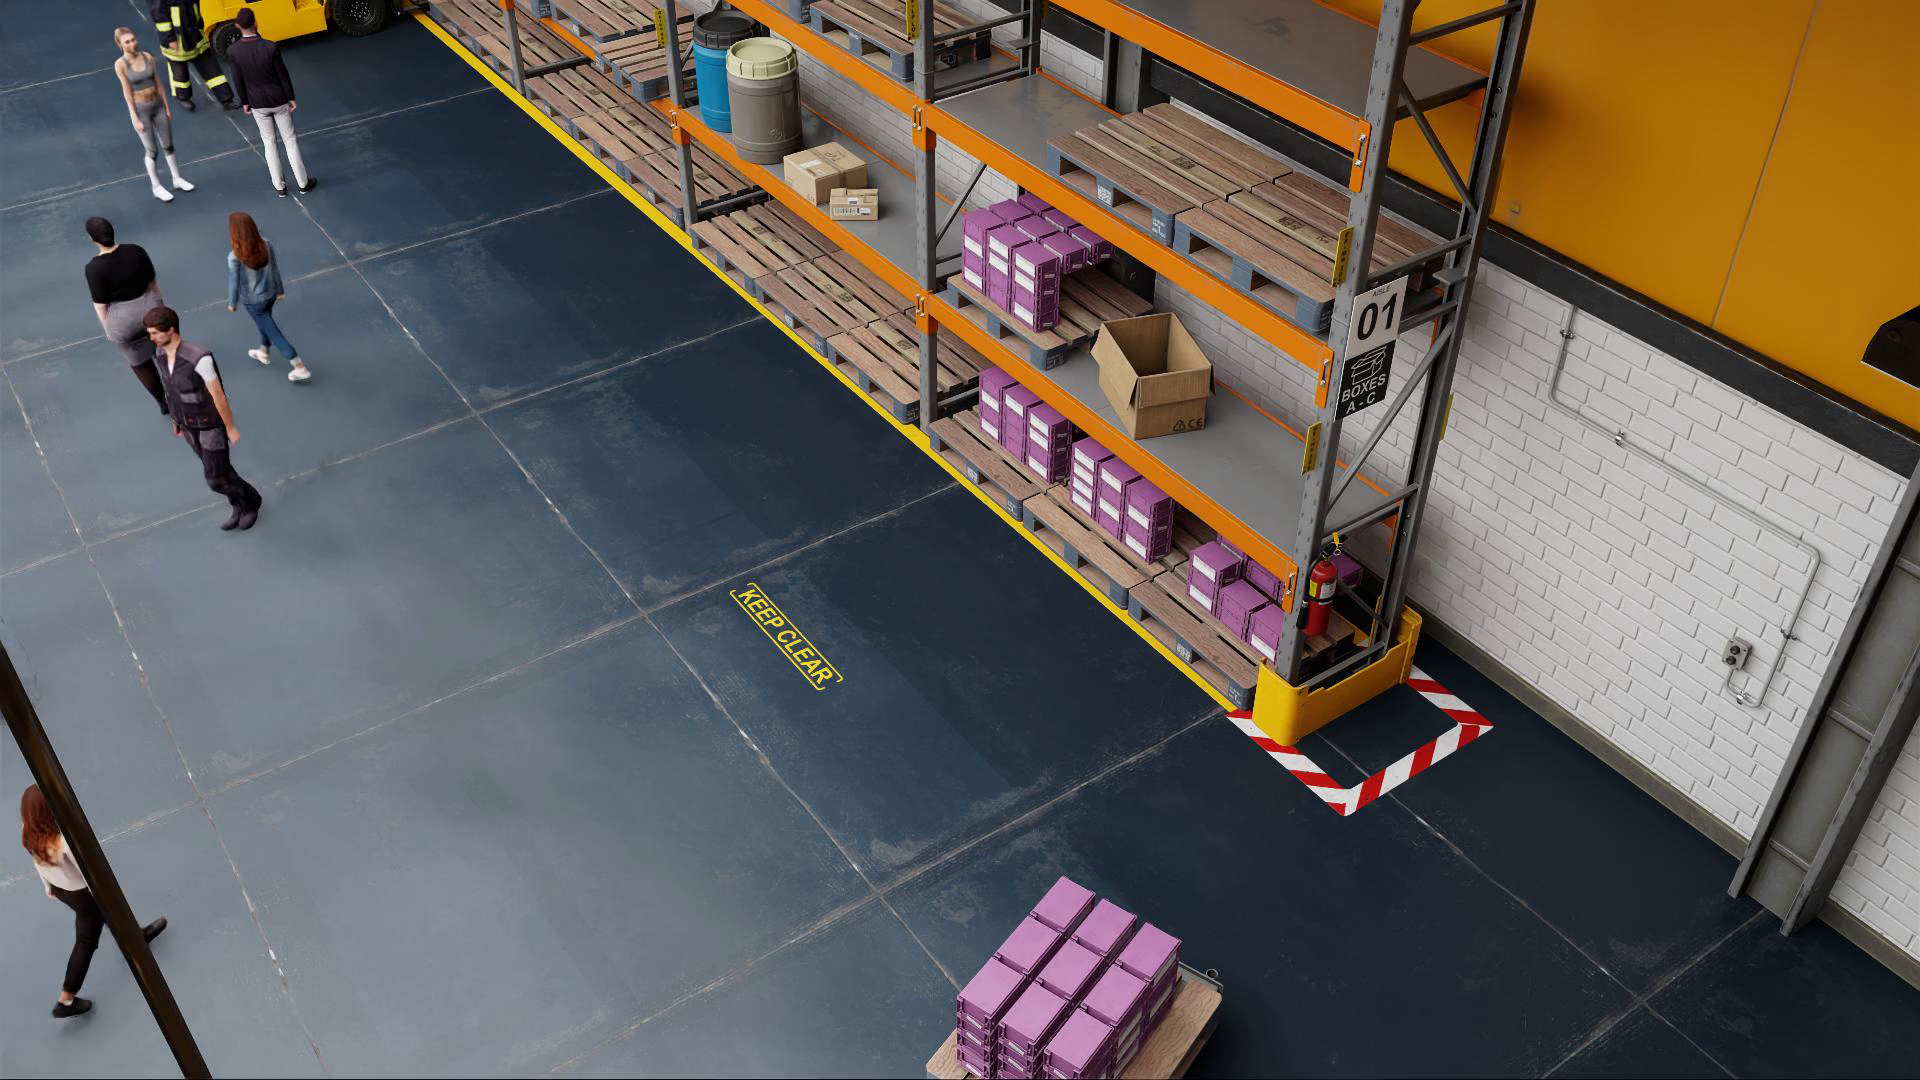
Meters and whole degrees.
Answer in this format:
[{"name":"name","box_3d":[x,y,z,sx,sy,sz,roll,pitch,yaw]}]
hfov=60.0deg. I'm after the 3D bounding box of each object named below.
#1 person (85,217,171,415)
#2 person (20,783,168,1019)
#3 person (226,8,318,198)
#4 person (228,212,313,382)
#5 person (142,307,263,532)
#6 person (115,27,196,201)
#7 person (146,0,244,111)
[{"name":"person","box_3d":[-6.316,-1.674,12.876,0.816,1.740,0.768,27,46,30]},{"name":"person","box_3d":[-4.643,1.875,8.659,1.005,1.456,0.927,17,42,20]},{"name":"person","box_3d":[-6.628,-4.187,15.945,0.735,1.837,0.708,-7,39,-8]},{"name":"person","box_3d":[-5.602,-1.929,13.428,1.060,1.450,0.876,18,42,21]},{"name":"person","box_3d":[-5.296,-0.889,11.818,0.735,1.833,0.847,17,42,20]},{"name":"person","box_3d":[-7.787,-4.103,15.952,0.616,1.696,0.616,23,44,26]},{"name":"person","box_3d":[-8.223,-5.369,17.434,1.233,1.825,0.981,25,45,28]}]
